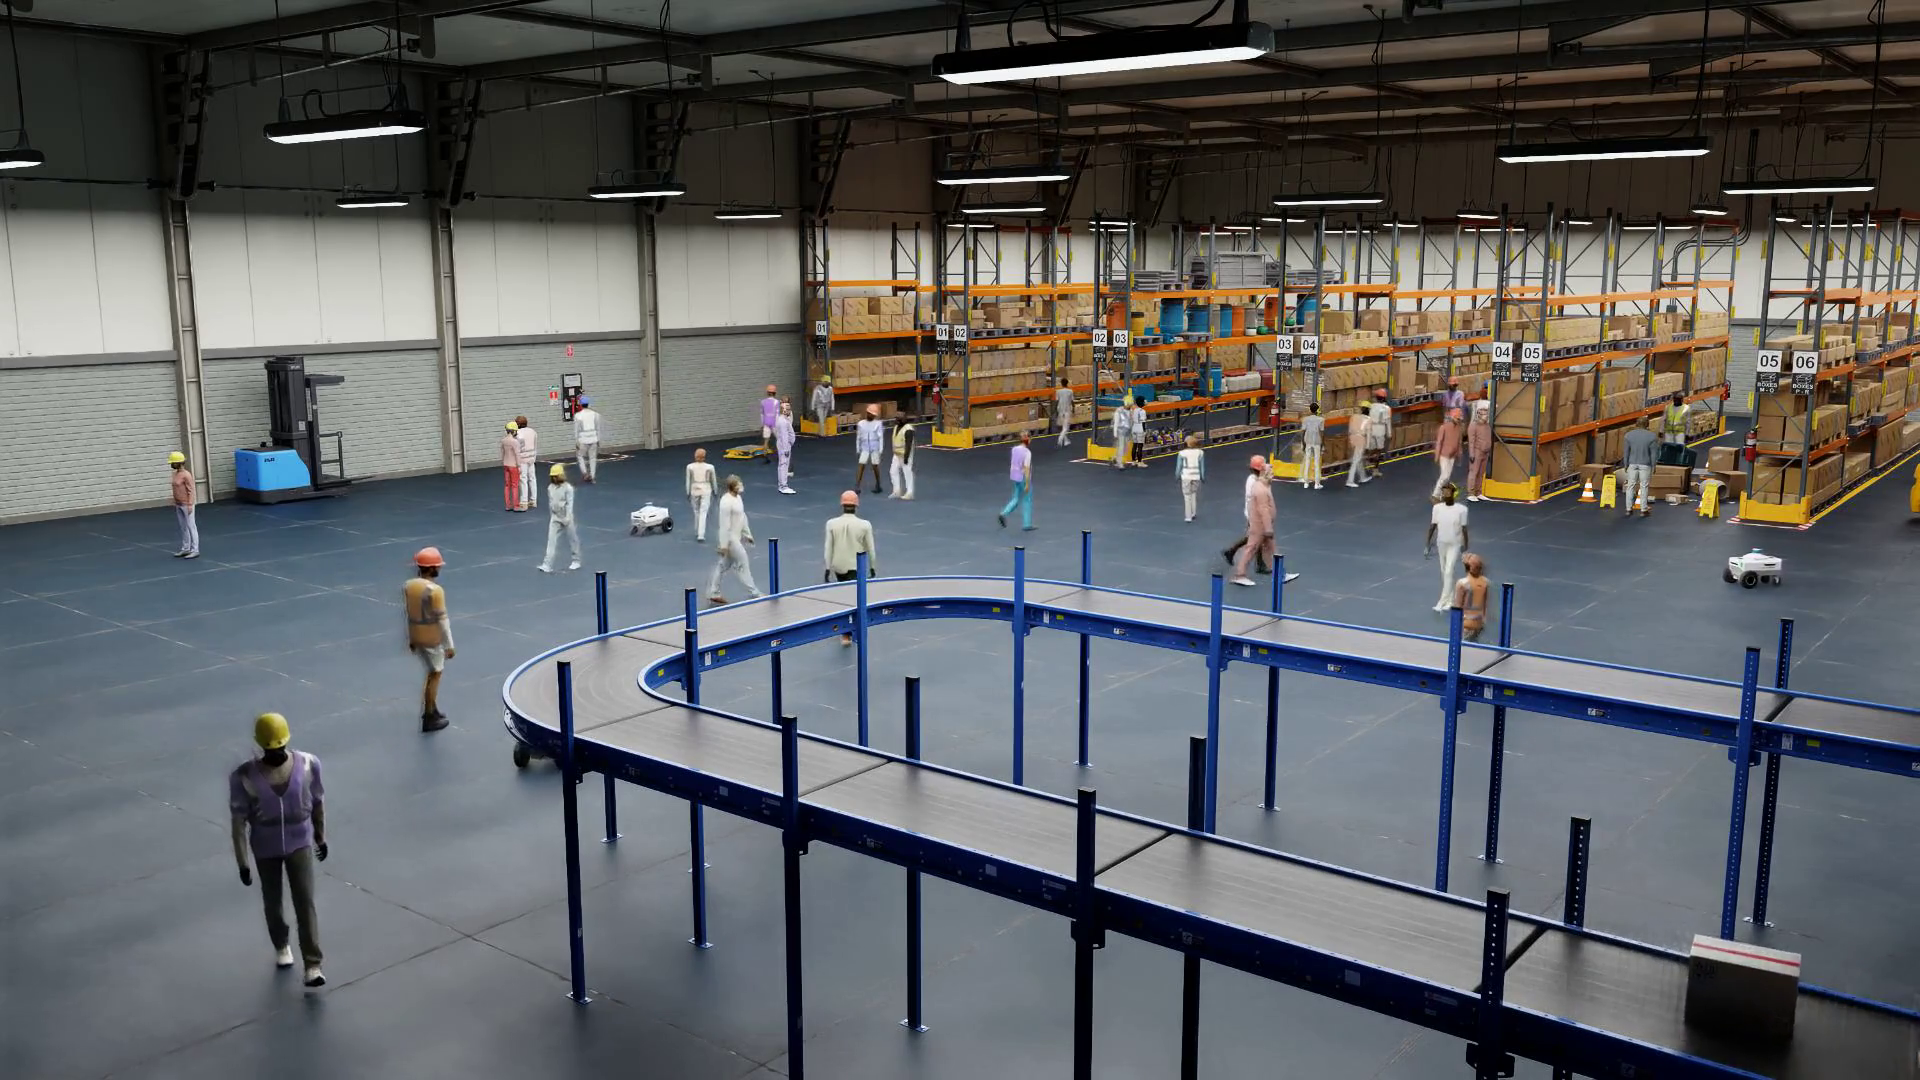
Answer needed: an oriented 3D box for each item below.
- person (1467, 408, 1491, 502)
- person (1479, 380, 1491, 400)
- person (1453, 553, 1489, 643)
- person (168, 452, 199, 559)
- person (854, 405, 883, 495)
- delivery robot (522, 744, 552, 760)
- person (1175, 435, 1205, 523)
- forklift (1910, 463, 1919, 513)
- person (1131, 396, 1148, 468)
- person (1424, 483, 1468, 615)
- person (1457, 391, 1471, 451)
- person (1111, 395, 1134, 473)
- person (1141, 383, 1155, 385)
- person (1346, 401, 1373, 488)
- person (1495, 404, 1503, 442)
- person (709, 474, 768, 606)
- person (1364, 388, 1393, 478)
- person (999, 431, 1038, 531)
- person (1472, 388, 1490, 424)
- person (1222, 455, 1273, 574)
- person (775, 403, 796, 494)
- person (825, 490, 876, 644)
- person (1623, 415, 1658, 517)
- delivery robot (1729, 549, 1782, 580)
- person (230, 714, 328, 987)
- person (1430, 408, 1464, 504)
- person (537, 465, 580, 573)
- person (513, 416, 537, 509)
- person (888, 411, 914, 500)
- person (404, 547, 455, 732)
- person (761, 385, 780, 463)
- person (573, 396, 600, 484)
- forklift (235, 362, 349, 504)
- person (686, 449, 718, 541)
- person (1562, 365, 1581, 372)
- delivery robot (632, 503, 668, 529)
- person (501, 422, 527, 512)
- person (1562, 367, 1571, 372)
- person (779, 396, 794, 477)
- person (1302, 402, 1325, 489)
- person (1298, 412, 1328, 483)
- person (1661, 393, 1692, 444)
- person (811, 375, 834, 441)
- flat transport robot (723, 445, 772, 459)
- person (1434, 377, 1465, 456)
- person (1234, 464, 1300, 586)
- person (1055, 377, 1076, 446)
[{"bbox_3d":[10.622,-1.747,31.927,0.639,1.910,0.407,-8,13,-39],"label":"person"},{"bbox_3d":[13.097,-3.019,38.973,0.400,1.949,0.605,2,10,11],"label":"person"},{"bbox_3d":[5.732,0.953,17.524,0.530,1.622,0.464,-7,12,-33],"label":"person"},{"bbox_3d":[-12.796,-0.578,25.758,0.525,1.765,0.329,8,13,36],"label":"person"},{"bbox_3d":[-1.912,-1.890,32.839,0.600,1.870,0.749,1,10,3],"label":"person"},{"bbox_3d":[-4.000,1.856,15.312,0.477,0.478,0.707,2,10,9],"label":"delivery robot"},{"bbox_3d":[4.293,-1.156,29.374,0.545,1.617,0.526,-2,10,-12],"label":"person"},{"bbox_3d":[19.034,-1.348,28.998,2.313,2.155,1.214,8,13,37],"label":"forklift"},{"bbox_3d":[4.262,-2.574,37.175,0.320,1.698,0.531,-5,11,-25],"label":"person"},{"bbox_3d":[6.699,0.122,21.647,0.564,1.822,0.951,9,14,42],"label":"person"},{"bbox_3d":[12.722,-2.976,39.731,0.486,1.594,0.819,8,13,37],"label":"person"},{"bbox_3d":[3.772,-2.494,36.436,0.636,1.800,0.571,-10,14,-43],"label":"person"},{"bbox_3d":[6.357,-5.377,52.278,0.905,1.927,0.652,-9,14,-42],"label":"person"},{"bbox_3d":[8.742,-2.090,34.096,1.078,1.825,0.598,-7,12,-34],"label":"person"},{"bbox_3d":[12.462,-2.454,35.877,0.590,1.919,0.391,7,12,34],"label":"person"},{"bbox_3d":[-3.120,0.011,22.088,1.014,1.884,0.635,1,10,3],"label":"person"},{"bbox_3d":[9.501,-2.429,35.463,0.446,2.022,0.628,-7,12,-33],"label":"person"},{"bbox_3d":[1.071,-1.072,28.337,0.660,1.830,0.574,-6,12,-31],"label":"person"},{"bbox_3d":[12.492,-2.684,37.305,0.593,1.869,0.418,8,13,37],"label":"person"},{"bbox_3d":[4.528,-0.416,24.485,0.770,1.896,0.558,4,11,23],"label":"person"},{"bbox_3d":[-3.674,-1.938,33.005,0.406,1.910,0.636,-2,10,-13],"label":"person"},{"bbox_3d":[-1.403,0.326,20.170,0.642,1.939,1.052,2,10,11],"label":"person"},{"bbox_3d":[13.063,-1.429,30.053,0.631,1.940,0.372,8,13,38],"label":"person"},{"bbox_3d":[12.018,0.377,23.637,0.707,0.478,0.477,-2,10,-9],"label":"delivery robot"},{"bbox_3d":[-4.562,2.073,10.537,0.599,1.862,0.996,-6,11,-29],"label":"person"},{"bbox_3d":[9.818,-1.671,31.385,0.644,1.958,0.489,-6,12,-32],"label":"person"},{"bbox_3d":[-6.285,-0.329,24.552,0.499,1.690,0.934,3,11,18],"label":"person"},{"bbox_3d":[-8.636,-1.540,30.951,0.430,1.845,0.624,6,11,29],"label":"person"},{"bbox_3d":[-1.227,-1.728,32.055,0.622,1.819,0.636,-7,12,-33],"label":"person"},{"bbox_3d":[-5.479,1.021,16.314,0.564,1.915,0.511,8,13,37],"label":"person"},{"bbox_3d":[-4.575,-2.823,38.048,0.564,1.879,1.012,3,10,16],"label":"person"},{"bbox_3d":[-8.210,-2.200,34.425,0.630,1.932,0.444,-7,12,-34],"label":"person"},{"bbox_3d":[-13.803,-2.244,32.110,1.129,2.768,1.873,8,13,37],"label":"forklift"},{"bbox_3d":[-4.535,-0.814,27.552,0.535,1.585,0.870,0,10,1],"label":"person"},{"bbox_3d":[19.627,-5.013,50.056,0.538,2.000,0.684,-3,11,-18],"label":"person"},{"bbox_3d":[-5.586,-0.431,28.181,0.477,0.478,0.707,6,12,30],"label":"delivery robot"},{"bbox_3d":[-8.731,-1.428,30.558,0.524,1.760,0.328,8,13,38],"label":"person"},{"bbox_3d":[17.480,-4.086,45.187,0.617,1.870,0.413,6,12,31],"label":"person"},{"bbox_3d":[-3.946,-2.372,35.640,0.345,1.840,0.504,-1,10,-8],"label":"person"},{"bbox_3d":[7.615,-2.041,33.688,0.513,1.872,0.328,5,11,26],"label":"person"},{"bbox_3d":[7.845,-2.065,34.543,0.749,1.605,0.528,2,10,14],"label":"person"},{"bbox_3d":[16.636,-2.504,36.378,0.630,1.844,0.429,9,13,41],"label":"person"},{"bbox_3d":[-3.731,-3.614,42.779,0.617,1.775,0.910,-7,12,-36],"label":"person"},{"bbox_3d":[-5.336,-2.226,39.351,0.652,0.197,1.431,3,11,19],"label":"flat transport robot"},{"bbox_3d":[12.267,-3.076,39.151,0.954,2.002,0.625,-10,14,-44],"label":"person"},{"bbox_3d":[4.603,-0.215,23.443,0.997,1.850,0.678,2,10,11],"label":"person"},{"bbox_3d":[2.763,-3.390,41.353,0.516,1.851,0.791,6,12,30],"label":"person"}]
